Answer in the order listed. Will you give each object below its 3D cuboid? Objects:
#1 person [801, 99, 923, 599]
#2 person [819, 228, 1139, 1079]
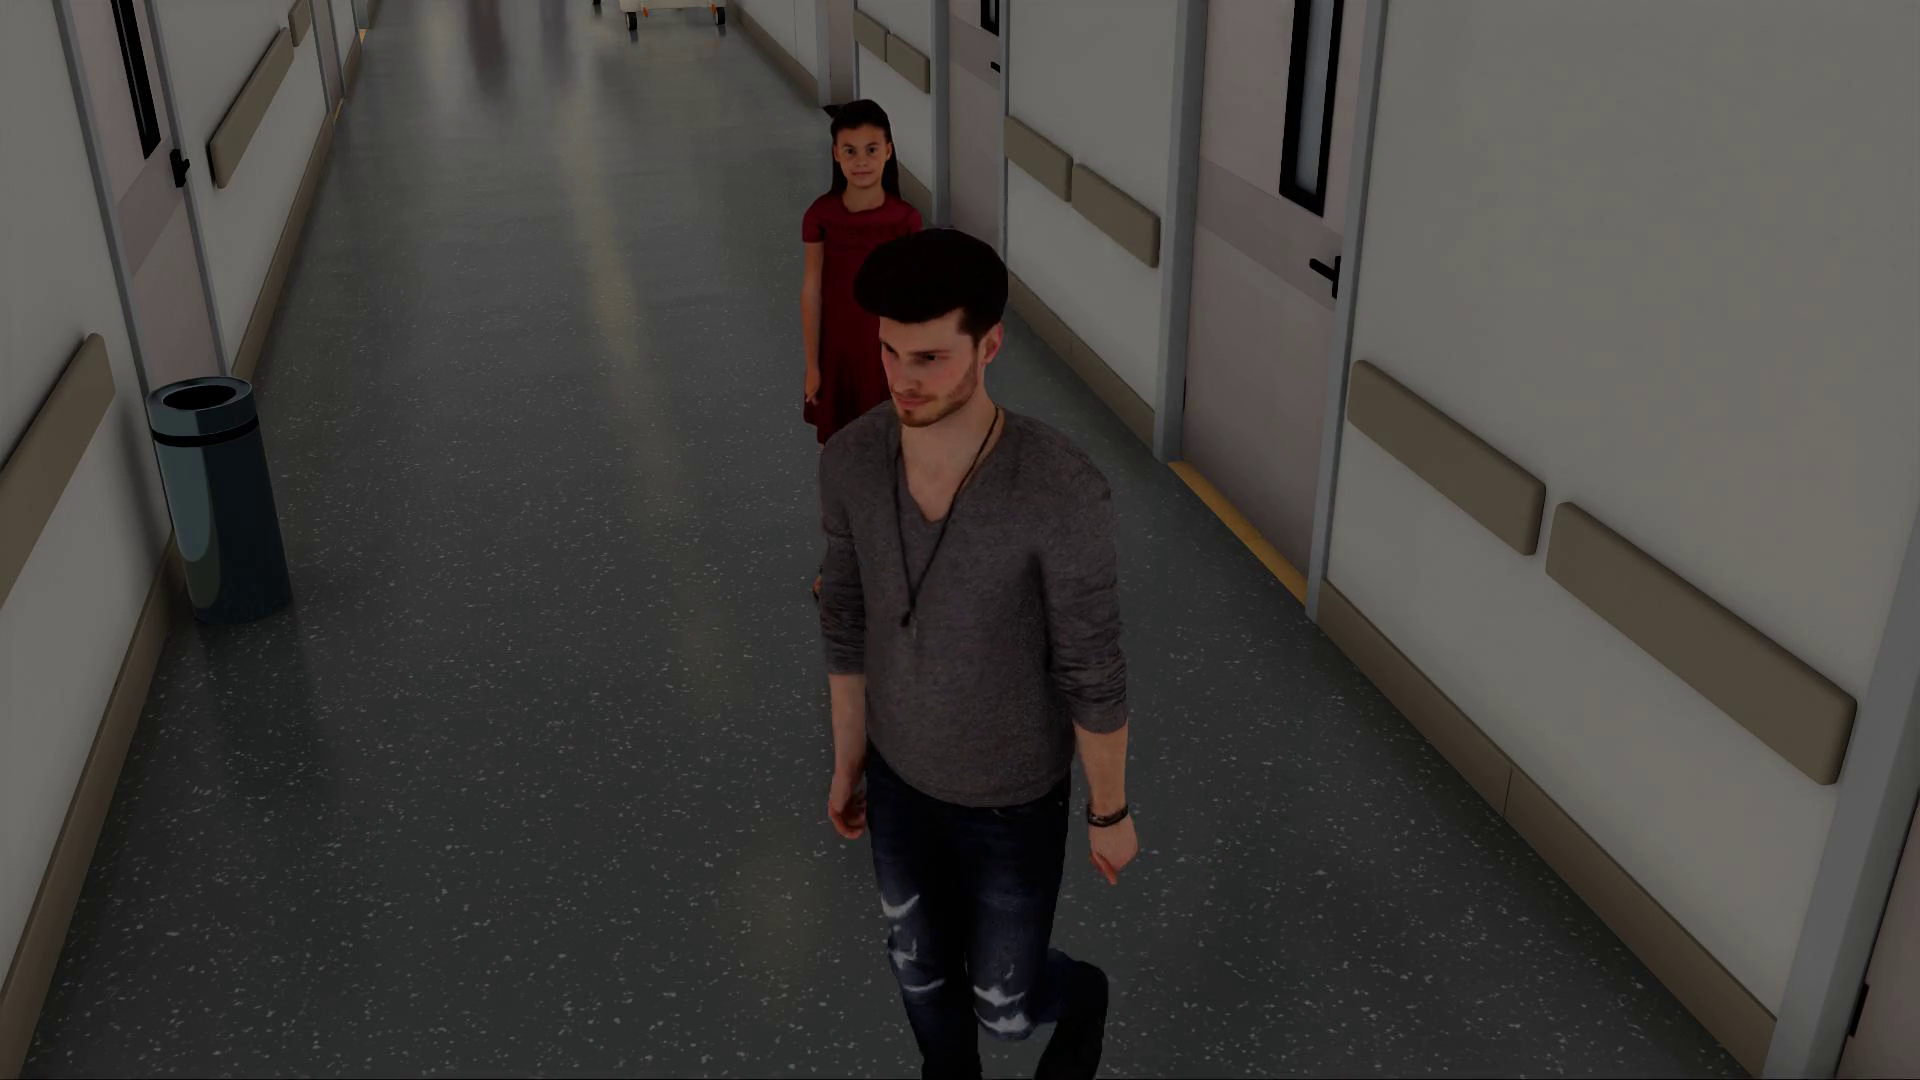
[{"bbox_3d":[-0.296,-0.577,5.139,0.568,1.553,0.628,-3,26,-7],"label":"person"},{"bbox_3d":[0.063,0.350,2.860,0.969,1.871,1.040,16,30,30],"label":"person"}]
